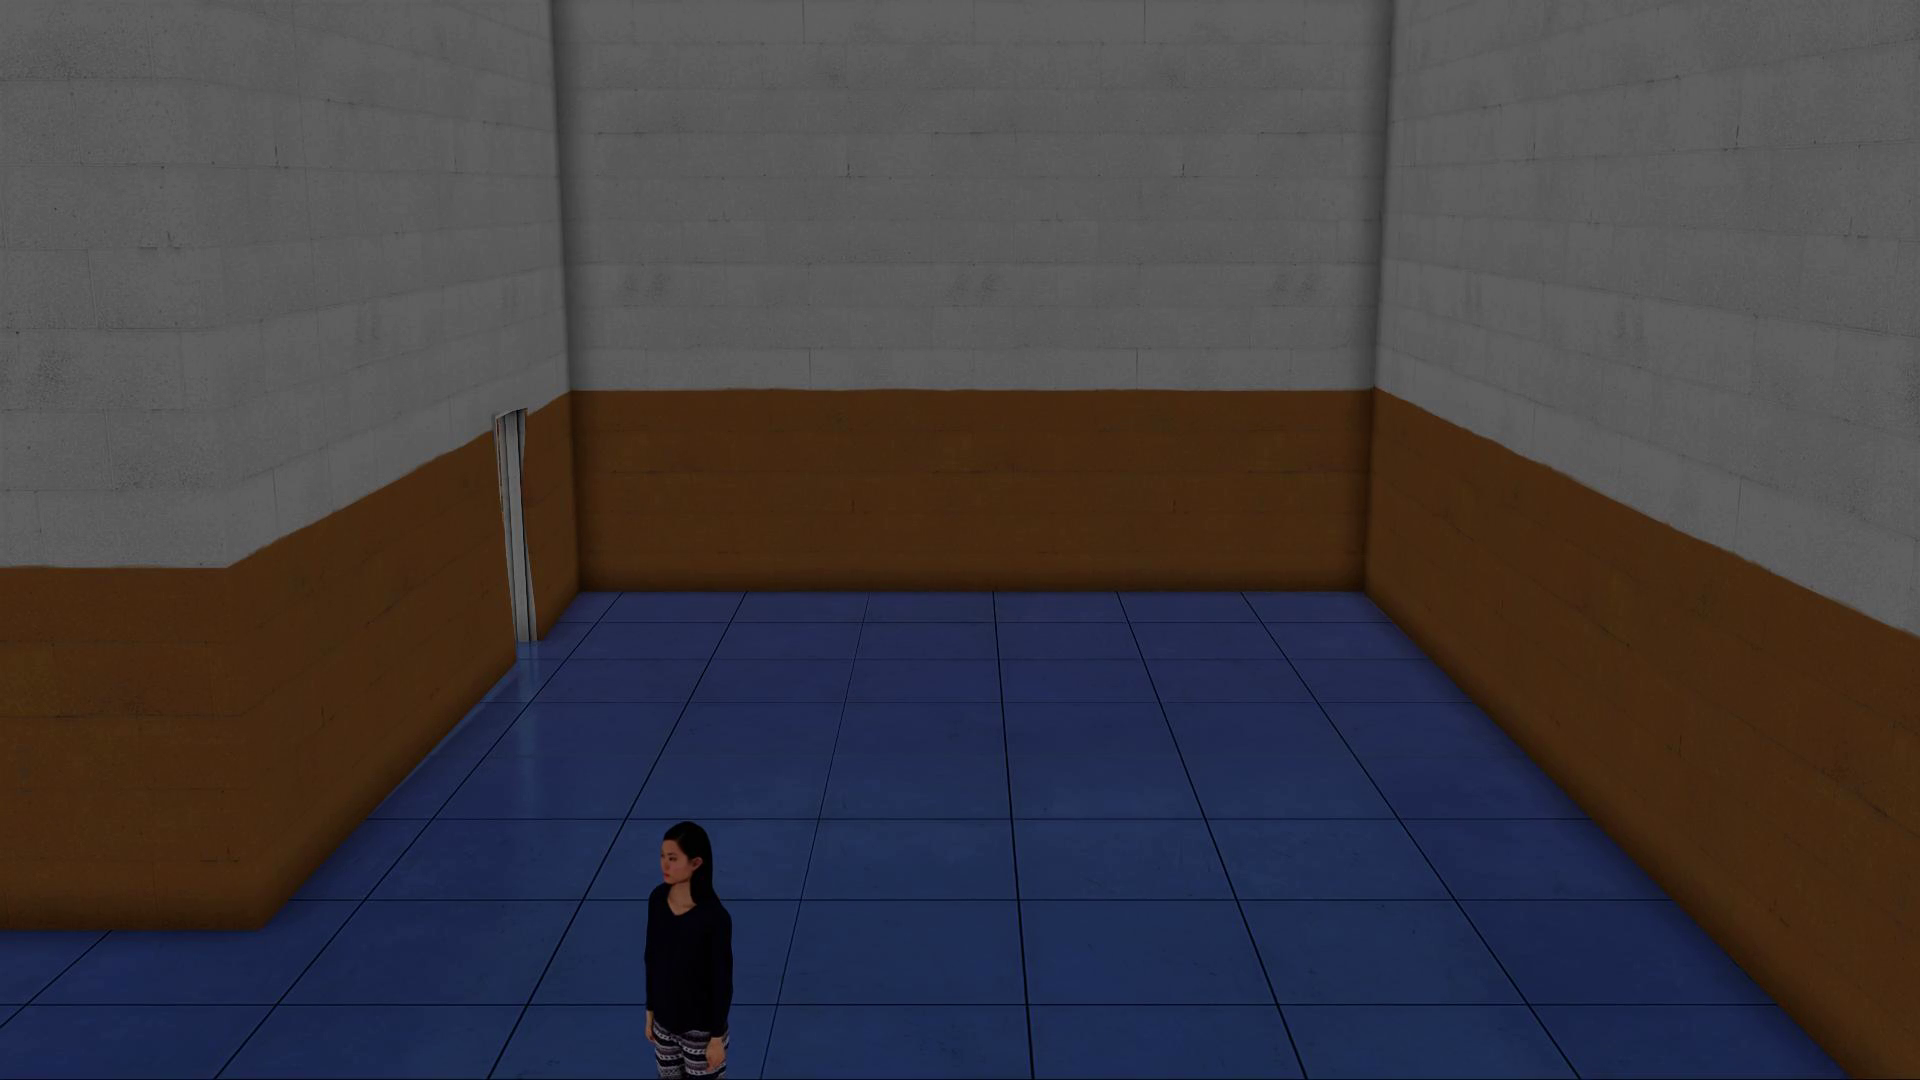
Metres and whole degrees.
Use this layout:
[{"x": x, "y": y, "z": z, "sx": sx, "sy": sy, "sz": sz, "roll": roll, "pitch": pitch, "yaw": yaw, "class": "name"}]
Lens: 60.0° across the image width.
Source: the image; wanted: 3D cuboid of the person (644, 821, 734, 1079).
[{"x": -1.124, "y": 1.989, "z": 6.937, "sx": 0.646, "sy": 1.734, "sz": 0.741, "roll": 9, "pitch": 15, "yaw": 35, "class": "person"}]
